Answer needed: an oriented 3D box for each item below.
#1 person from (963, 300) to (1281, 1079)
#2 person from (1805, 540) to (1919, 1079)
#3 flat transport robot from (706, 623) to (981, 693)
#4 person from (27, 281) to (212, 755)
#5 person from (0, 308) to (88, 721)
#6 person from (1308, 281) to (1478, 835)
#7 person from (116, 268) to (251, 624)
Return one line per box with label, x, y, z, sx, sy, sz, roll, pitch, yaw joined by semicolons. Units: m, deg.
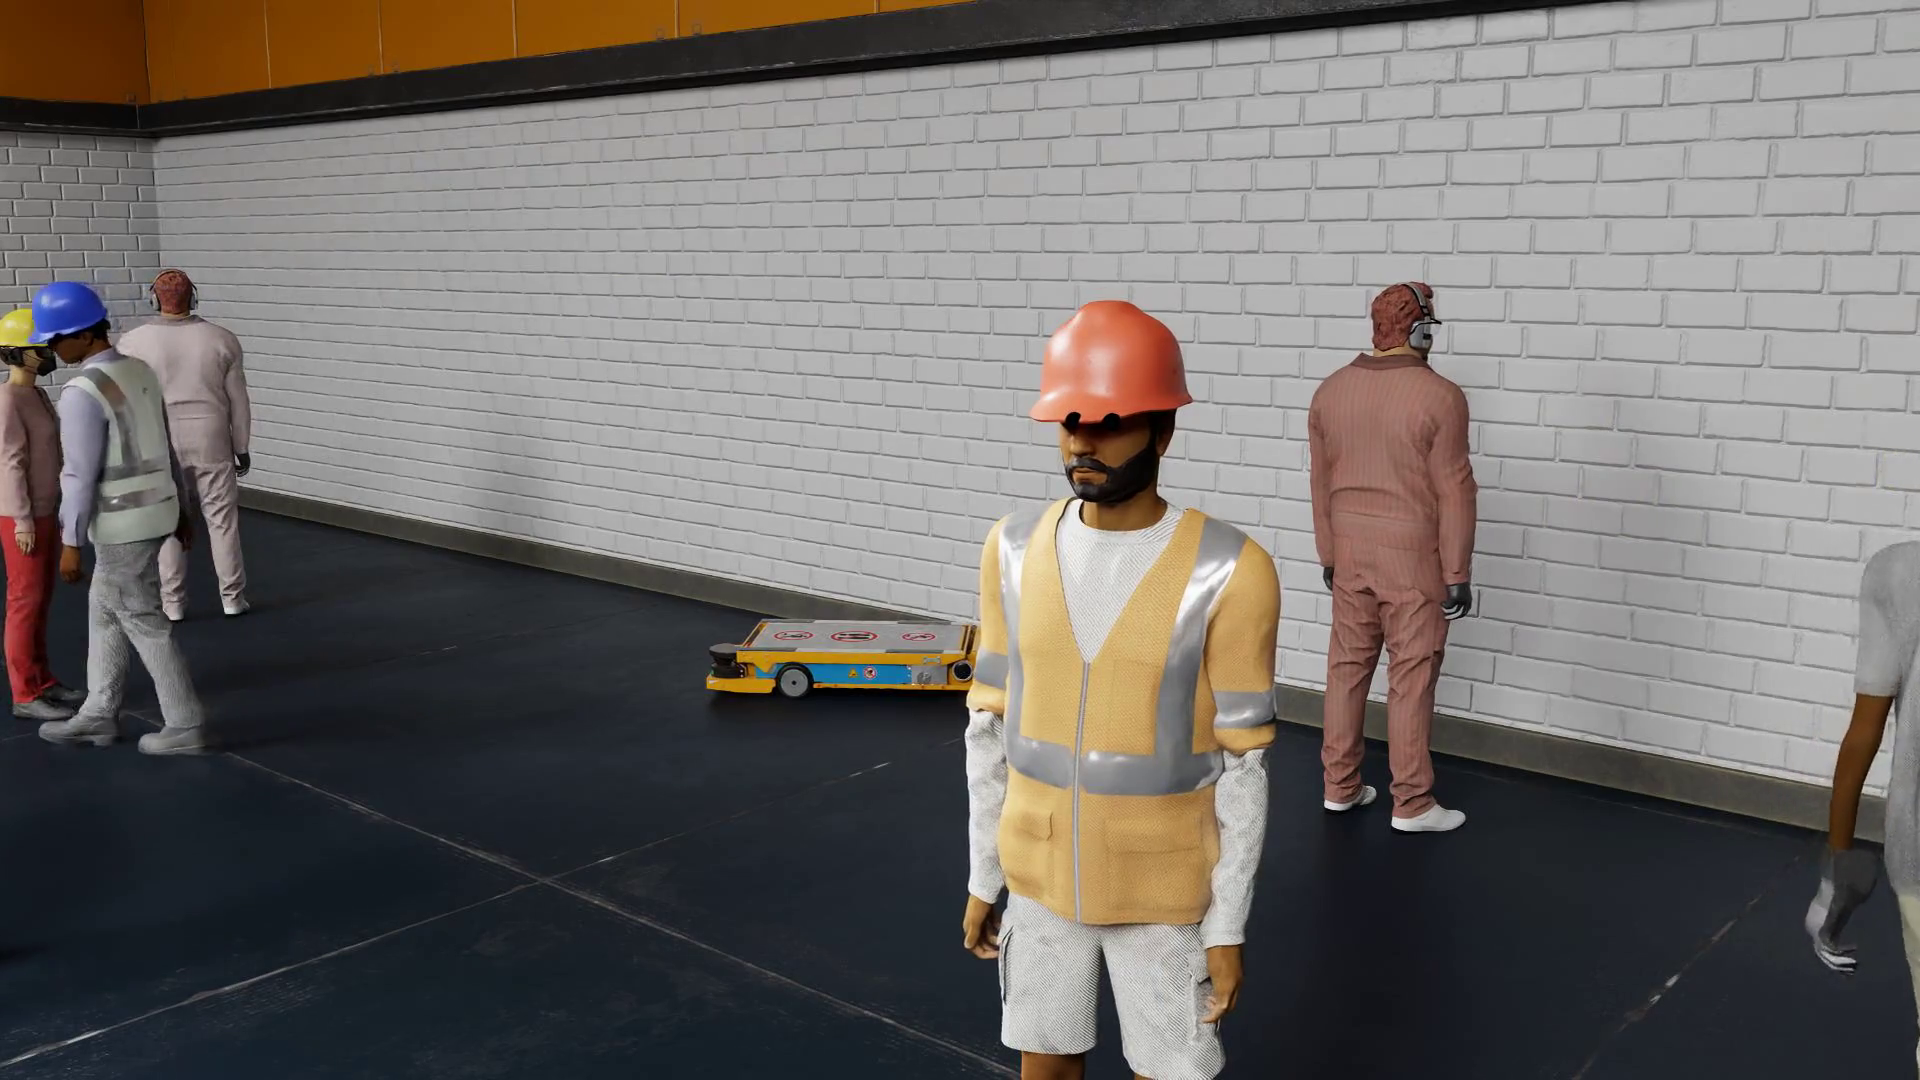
person;0.248;0.573;2.811;0.544;1.939;0.354;5;11;26
person;1.864;0.608;2.956;0.991;1.814;0.543;-9;13;-40
flat transport robot;-0.410;0.540;7.742;1.431;0.197;0.652;1;10;3
person;-3.388;-0.056;6.526;0.820;1.890;0.673;-1;10;-3
person;-3.984;-0.112;7.198;0.329;1.767;0.528;-3;10;-15
person;1.517;0.066;5.791;0.409;1.909;0.643;-8;13;-39
person;-4.183;-0.503;9.016;0.643;1.913;0.411;-5;11;-27
